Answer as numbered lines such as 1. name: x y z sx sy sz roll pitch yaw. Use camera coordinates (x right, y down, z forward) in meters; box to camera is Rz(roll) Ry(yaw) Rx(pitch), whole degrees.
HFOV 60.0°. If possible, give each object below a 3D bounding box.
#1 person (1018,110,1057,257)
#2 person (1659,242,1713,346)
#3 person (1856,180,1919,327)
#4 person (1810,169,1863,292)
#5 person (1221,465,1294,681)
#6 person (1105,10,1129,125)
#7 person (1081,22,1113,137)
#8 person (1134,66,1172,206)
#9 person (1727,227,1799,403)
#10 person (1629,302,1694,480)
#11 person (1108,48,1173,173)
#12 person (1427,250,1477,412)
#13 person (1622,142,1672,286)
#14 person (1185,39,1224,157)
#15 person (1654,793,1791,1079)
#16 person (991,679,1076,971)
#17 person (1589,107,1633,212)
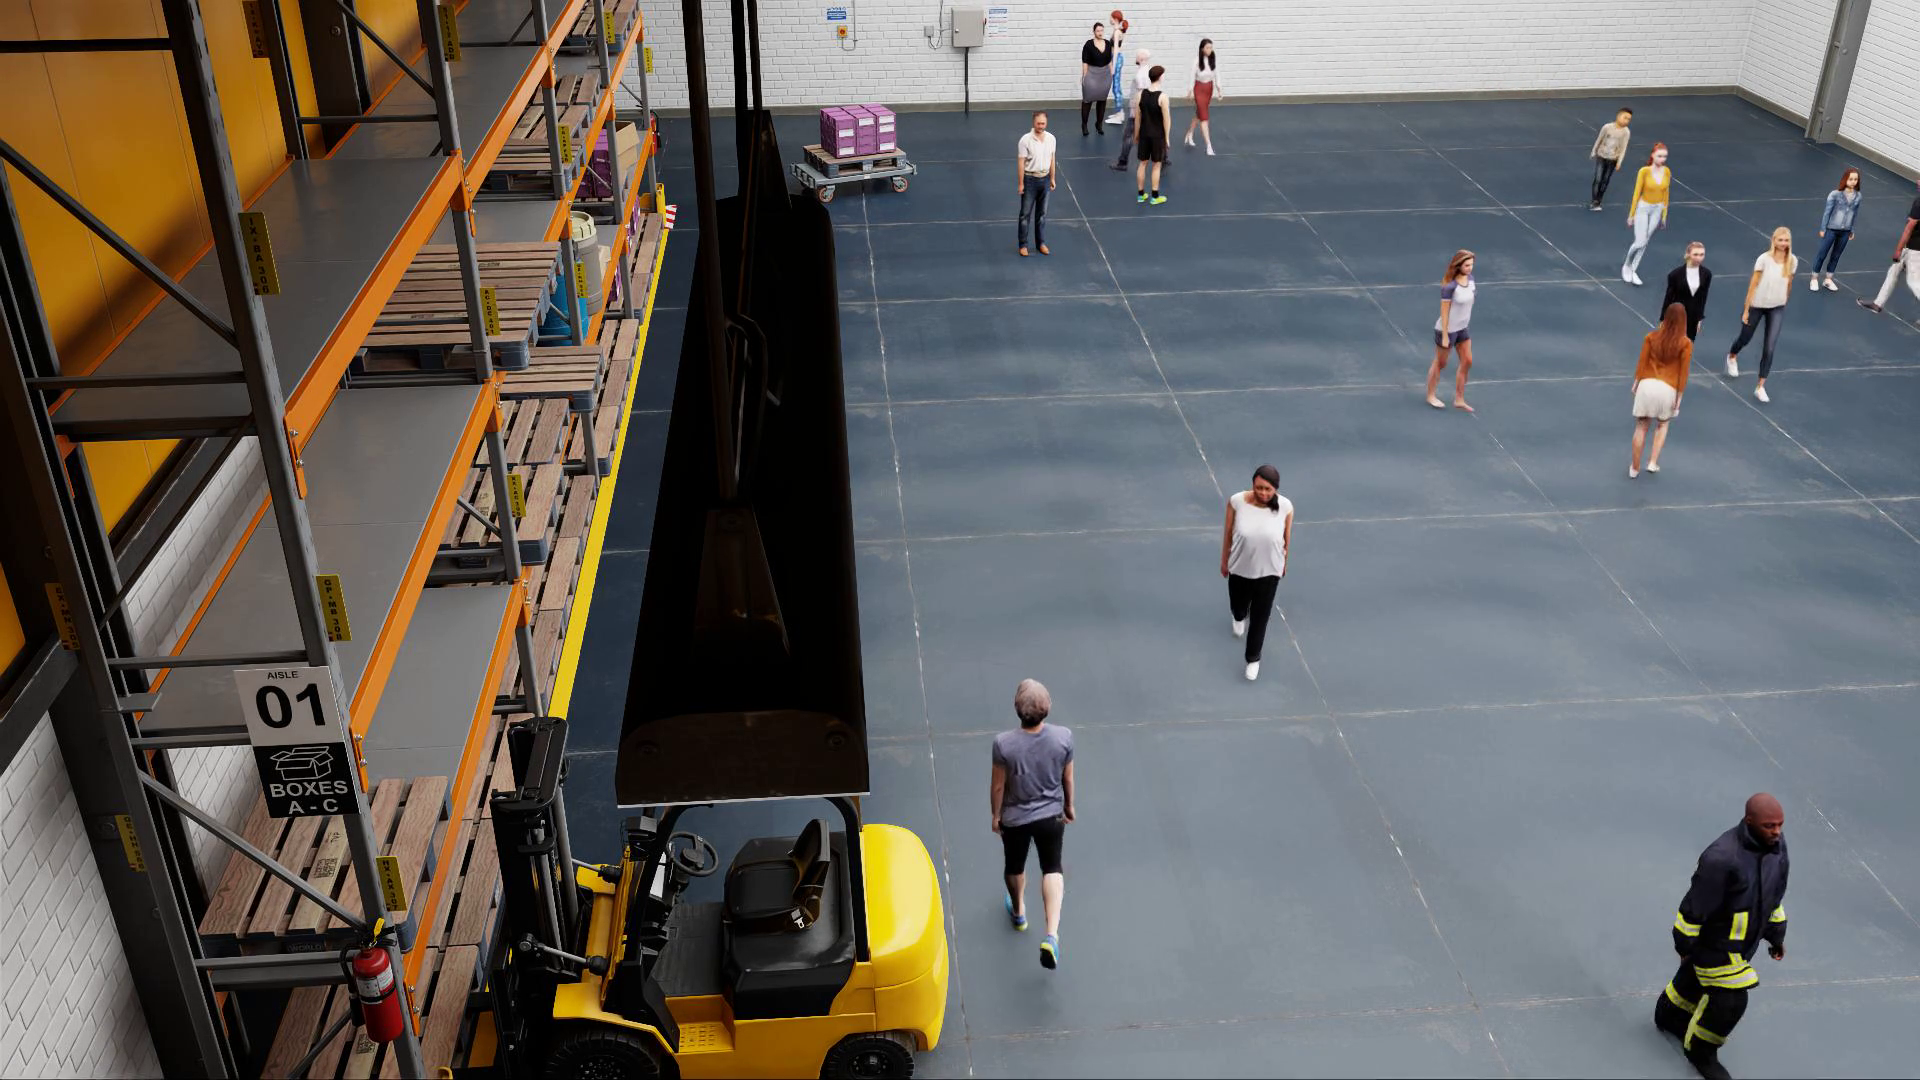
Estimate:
1. person: 0.965 -4.585 21.246 0.707 1.850 0.643 -8 30 -15
2. person: 7.416 -2.284 17.190 0.655 1.693 0.783 0 29 0
3. person: 10.980 -3.284 18.952 1.111 1.762 1.313 -20 35 -32
4. person: 10.610 -3.759 20.119 0.583 1.477 0.523 1 29 1
5. person: 2.260 0.167 12.738 0.885 1.654 1.164 7 29 13
6. person: 2.538 -7.681 26.992 0.689 1.781 0.577 7 29 12
7. person: 2.157 -7.300 26.319 0.723 1.758 0.695 -9 30 -16
8. person: 2.662 -5.626 23.113 0.769 1.890 0.788 17 33 28
9. person: 8.339 -2.408 17.332 0.779 1.775 1.203 3 29 6
10. person: 6.468 -1.346 15.462 0.740 1.702 0.776 15 32 26
11. person: 2.721 -6.239 24.322 1.158 1.807 1.227 15 32 25
12. person: 4.949 -2.159 16.945 0.813 1.709 0.893 -17 33 -28
13. person: 8.335 -3.992 20.274 0.596 1.739 0.589 -5 29 -9
14. person: 3.669 -6.766 25.407 0.877 1.693 1.200 -14 31 -23
15. person: 4.114 2.059 9.115 0.919 1.801 0.989 -17 33 -28
16. person: 0.446 1.672 9.755 0.659 1.869 1.026 -3 29 -5
17. person: 8.913 -5.268 22.935 0.796 1.431 0.962 13 31 22
